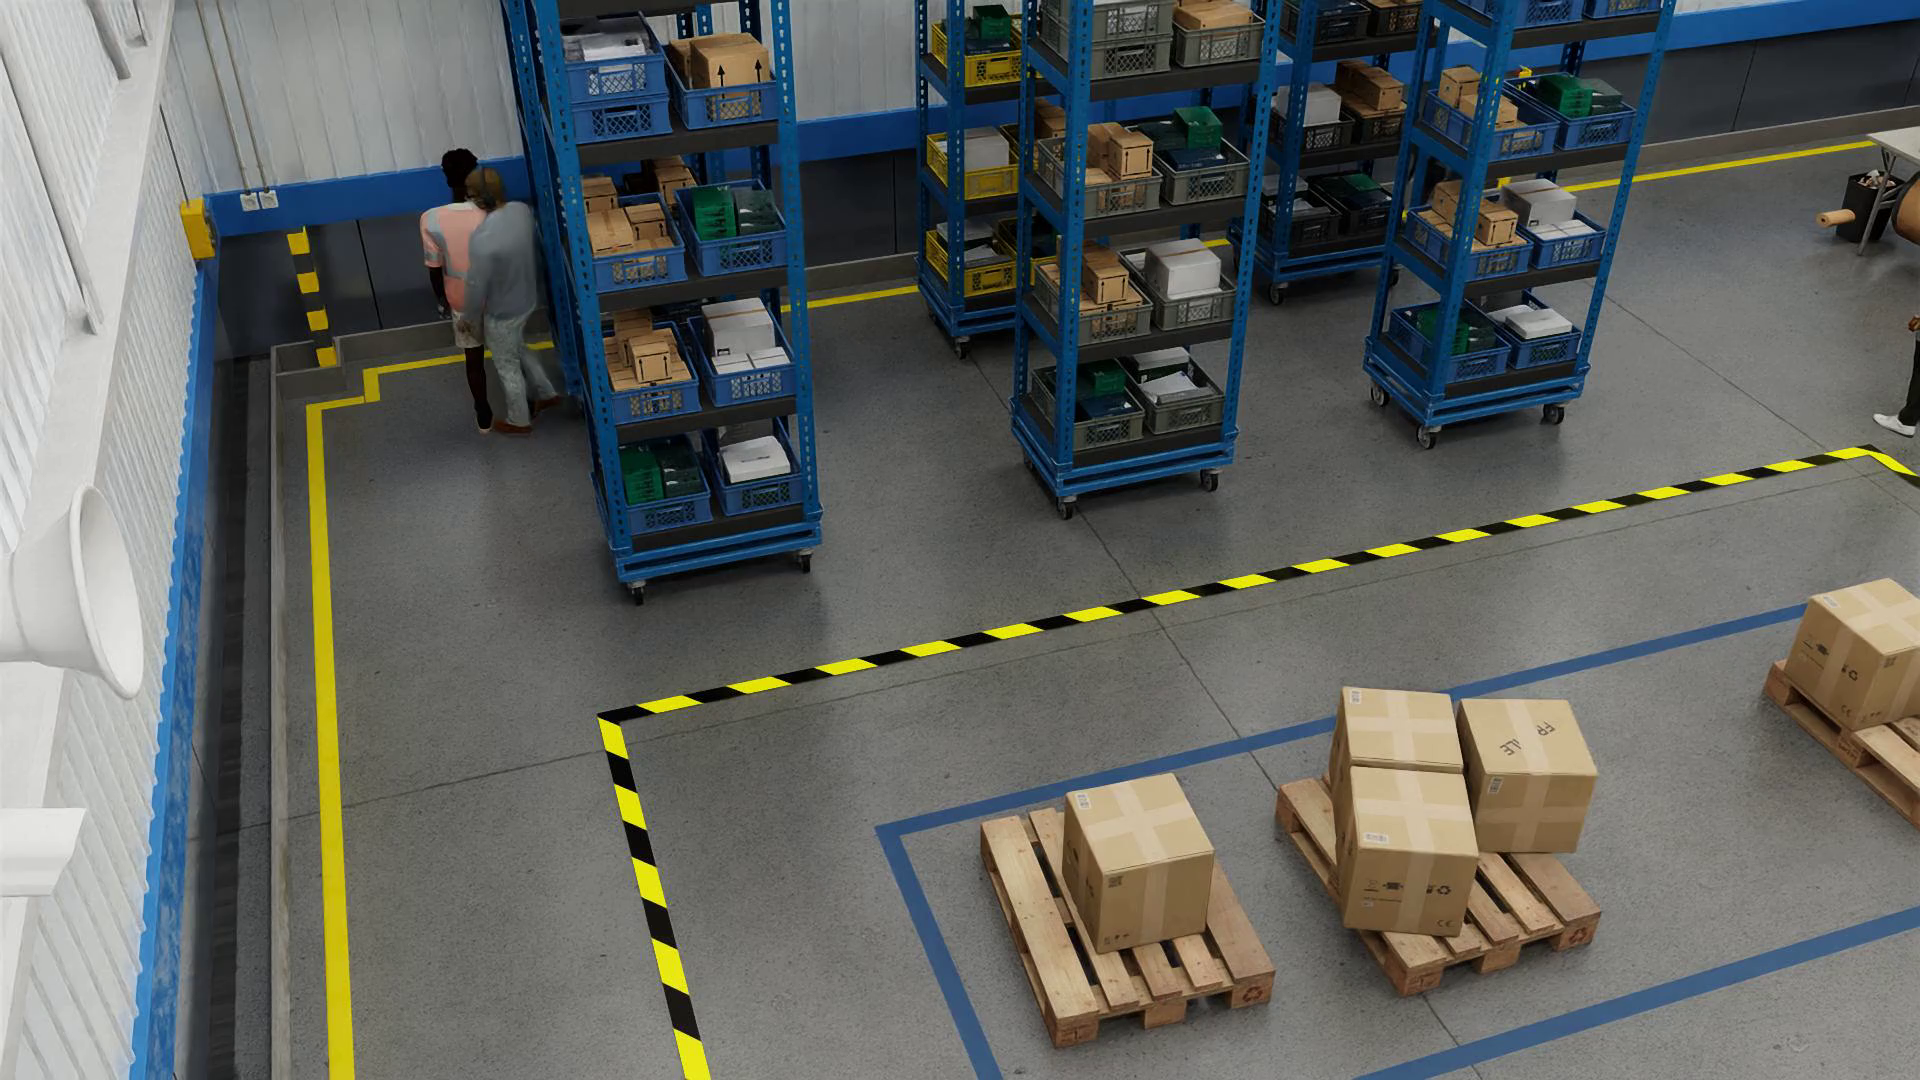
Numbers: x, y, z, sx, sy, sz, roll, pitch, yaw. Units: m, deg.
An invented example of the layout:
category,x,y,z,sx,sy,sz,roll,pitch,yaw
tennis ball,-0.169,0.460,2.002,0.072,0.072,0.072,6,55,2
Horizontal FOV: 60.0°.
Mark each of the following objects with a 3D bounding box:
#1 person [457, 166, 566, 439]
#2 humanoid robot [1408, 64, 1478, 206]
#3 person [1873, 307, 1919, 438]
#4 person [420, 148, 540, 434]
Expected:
category,x,y,z,sx,sy,sz,roll,pitch,yaw
person,-2.967,-1.525,10.786,0.486,1.923,0.635,7,36,10
humanoid robot,3.824,-2.936,13.006,0.615,1.641,0.397,20,40,26
person,6.469,-1.545,10.873,0.597,1.849,0.388,-12,37,-17
person,-3.123,-1.601,10.852,0.609,1.964,0.364,-5,35,-6
